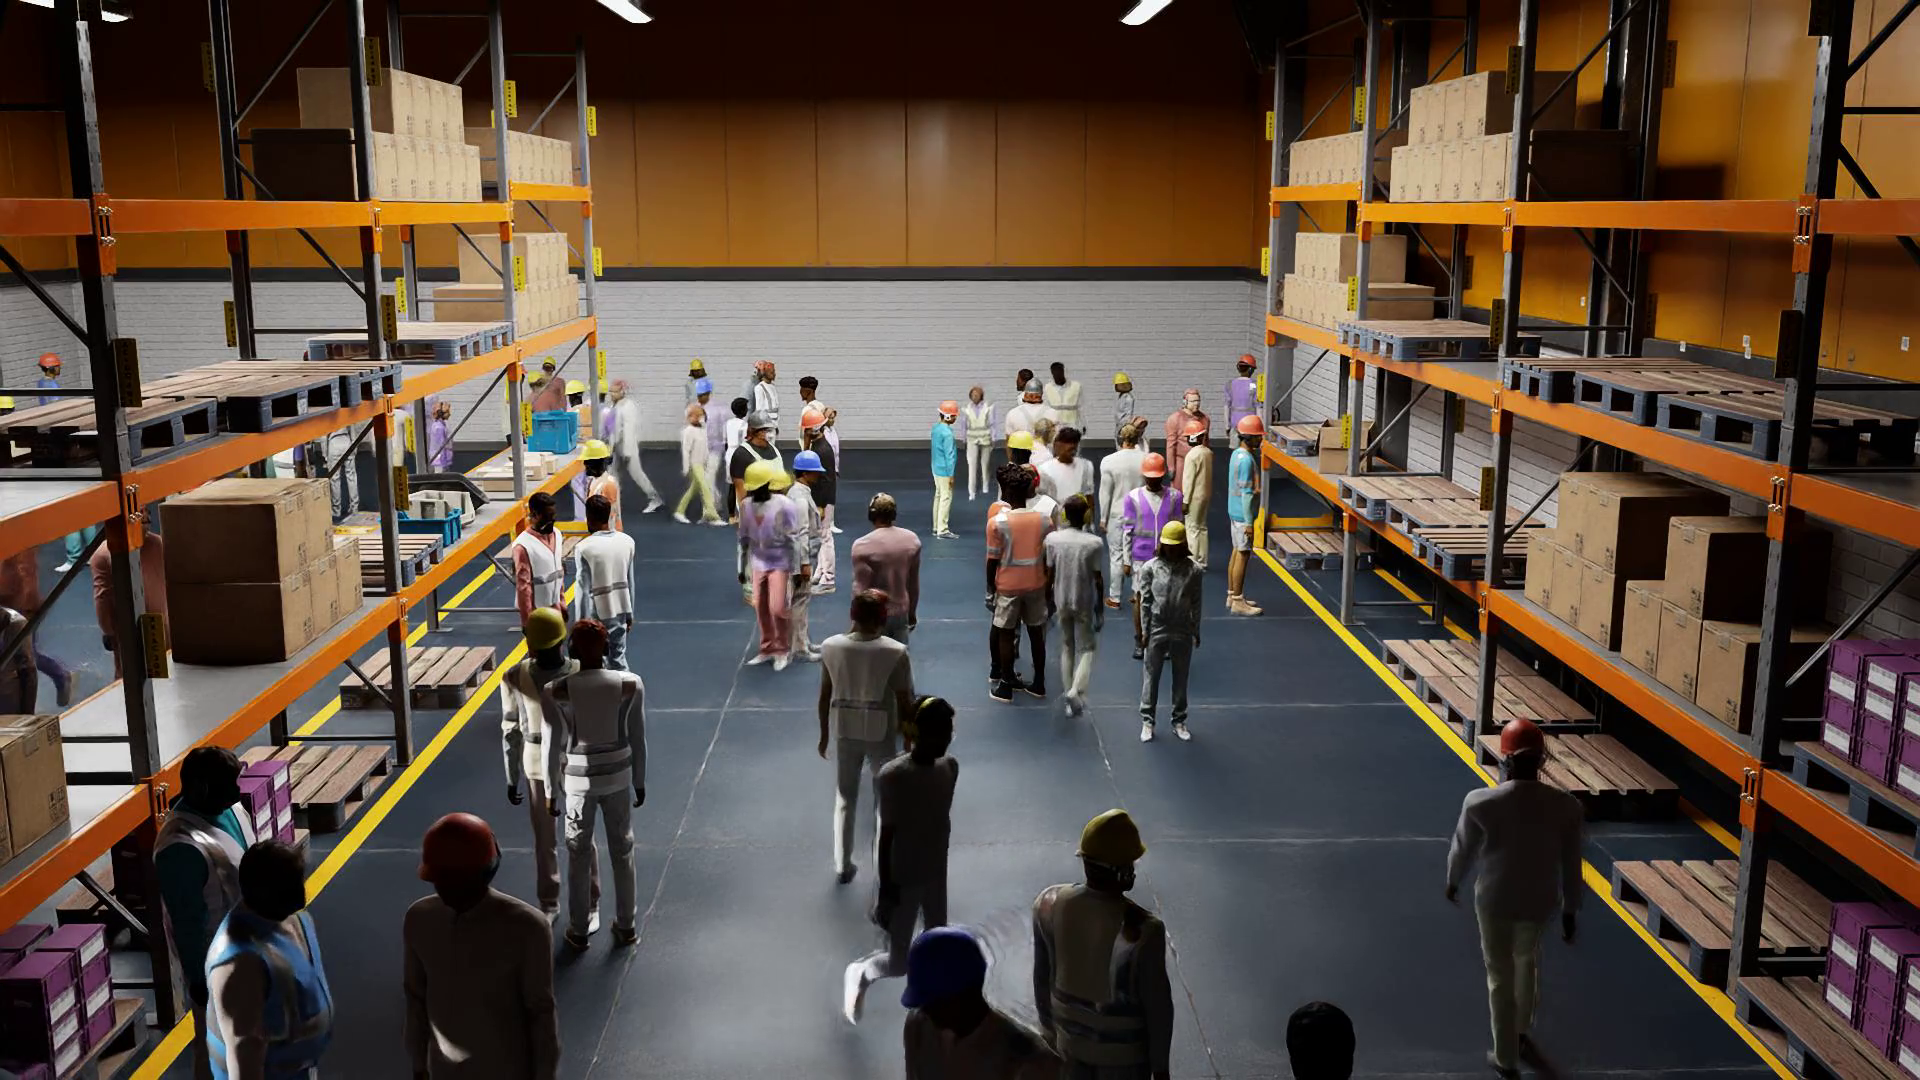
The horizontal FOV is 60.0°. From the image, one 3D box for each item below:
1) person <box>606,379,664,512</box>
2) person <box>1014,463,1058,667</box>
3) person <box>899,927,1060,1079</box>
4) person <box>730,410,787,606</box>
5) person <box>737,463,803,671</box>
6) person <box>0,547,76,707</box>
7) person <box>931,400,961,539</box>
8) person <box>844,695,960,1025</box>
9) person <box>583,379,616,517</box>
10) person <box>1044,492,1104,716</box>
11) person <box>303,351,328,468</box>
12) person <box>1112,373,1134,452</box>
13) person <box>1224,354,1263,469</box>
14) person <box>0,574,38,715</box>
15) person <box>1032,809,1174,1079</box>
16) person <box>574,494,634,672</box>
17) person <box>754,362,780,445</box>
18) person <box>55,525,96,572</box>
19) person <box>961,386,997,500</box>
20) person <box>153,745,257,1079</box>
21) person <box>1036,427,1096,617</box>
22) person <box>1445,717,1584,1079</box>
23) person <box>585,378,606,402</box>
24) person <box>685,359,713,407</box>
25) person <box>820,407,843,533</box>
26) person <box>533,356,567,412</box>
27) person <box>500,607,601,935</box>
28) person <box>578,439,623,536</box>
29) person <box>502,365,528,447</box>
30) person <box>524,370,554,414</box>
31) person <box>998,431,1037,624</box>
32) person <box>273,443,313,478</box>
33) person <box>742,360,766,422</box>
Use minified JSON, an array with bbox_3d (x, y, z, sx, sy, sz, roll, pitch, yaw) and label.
[{"bbox_3d":[-4.480,-1.243,22.357,0.998,1.860,0.663,-7,13,-32],"label":"person"},{"bbox_3d":[0.609,0.215,15.044,0.567,1.846,0.389,5,12,23],"label":"person"},{"bbox_3d":[0.077,2.143,5.272,0.731,1.887,0.906,7,13,31],"label":"person"},{"bbox_3d":[-2.035,-0.341,17.344,0.538,2.000,0.681,7,13,30],"label":"person"},{"bbox_3d":[-1.714,0.237,14.869,0.682,1.884,0.546,6,13,27],"label":"person"},{"bbox_3d":[-7.559,0.500,13.299,0.640,1.970,0.715,5,12,23],"label":"person"},{"bbox_3d":[-0.167,-0.880,20.809,0.354,1.737,0.573,-4,12,-18],"label":"person"},{"bbox_3d":[-0.258,1.620,8.025,0.544,1.843,0.679,-8,14,-36],"label":"person"},{"bbox_3d":[-4.885,-1.196,22.116,0.611,1.860,0.841,3,12,15],"label":"person"},{"bbox_3d":[0.907,0.539,13.415,0.532,1.849,0.510,4,12,21],"label":"person"},{"bbox_3d":[-10.258,-2.077,26.443,0.584,1.882,0.339,-1,11,-5],"label":"person"},{"bbox_3d":[2.369,-1.580,24.338,0.321,1.731,0.489,-4,12,-18],"label":"person"},{"bbox_3d":[4.100,-1.654,23.944,0.604,2.034,0.386,8,14,33],"label":"person"},{"bbox_3d":[-6.134,1.058,10.586,0.551,1.935,0.375,4,12,20],"label":"person"},{"bbox_3d":[0.572,1.929,6.482,0.600,1.831,0.404,8,14,35],"label":"person"},{"bbox_3d":[-2.767,0.592,13.007,0.402,1.908,0.598,7,13,31],"label":"person"},{"bbox_3d":[-2.812,-1.671,24.407,0.355,1.883,0.575,3,12,13],"label":"person"},{"bbox_3d":[-10.162,-0.592,18.939,0.400,1.909,0.643,2,12,11],"label":"person"},{"bbox_3d":[0.275,-1.417,23.880,0.514,1.600,0.868,1,11,3],"label":"person"},{"bbox_3d":[-3.235,1.774,7.285,0.429,1.831,0.630,-1,11,-5],"label":"person"},{"bbox_3d":[1.070,-0.192,16.829,0.647,1.942,0.439,-2,11,-10],"label":"person"},{"bbox_3d":[2.633,1.678,7.984,0.564,1.720,0.659,-1,11,-3],"label":"person"},{"bbox_3d":[-5.017,-1.366,22.989,0.346,1.840,0.502,-2,11,-8],"label":"person"},{"bbox_3d":[-4.165,-2.024,26.562,0.484,1.734,0.342,3,12,15],"label":"person"},{"bbox_3d":[-1.683,-0.863,20.995,0.313,1.631,0.512,5,13,26],"label":"person"},{"bbox_3d":[-6.586,-2.068,26.731,0.532,1.755,0.342,-2,11,-9],"label":"person"},{"bbox_3d":[-2.288,1.302,9.430,0.591,1.914,0.401,-1,11,-3],"label":"person"},{"bbox_3d":[-3.465,-0.025,16.071,0.399,1.919,0.588,-5,12,-24],"label":"person"},{"bbox_3d":[-6.215,-1.512,23.328,0.388,1.996,0.612,-2,12,-12],"label":"person"},{"bbox_3d":[-6.138,-1.618,24.476,0.576,1.746,0.538,10,15,42],"label":"person"},{"bbox_3d":[0.568,-0.138,16.615,0.388,1.923,0.597,2,12,12],"label":"person"},{"bbox_3d":[-7.734,-0.624,19.290,0.560,1.837,0.388,9,15,39],"label":"person"},{"bbox_3d":[-2.944,-1.727,24.679,0.402,1.894,0.648,6,13,30],"label":"person"}]
